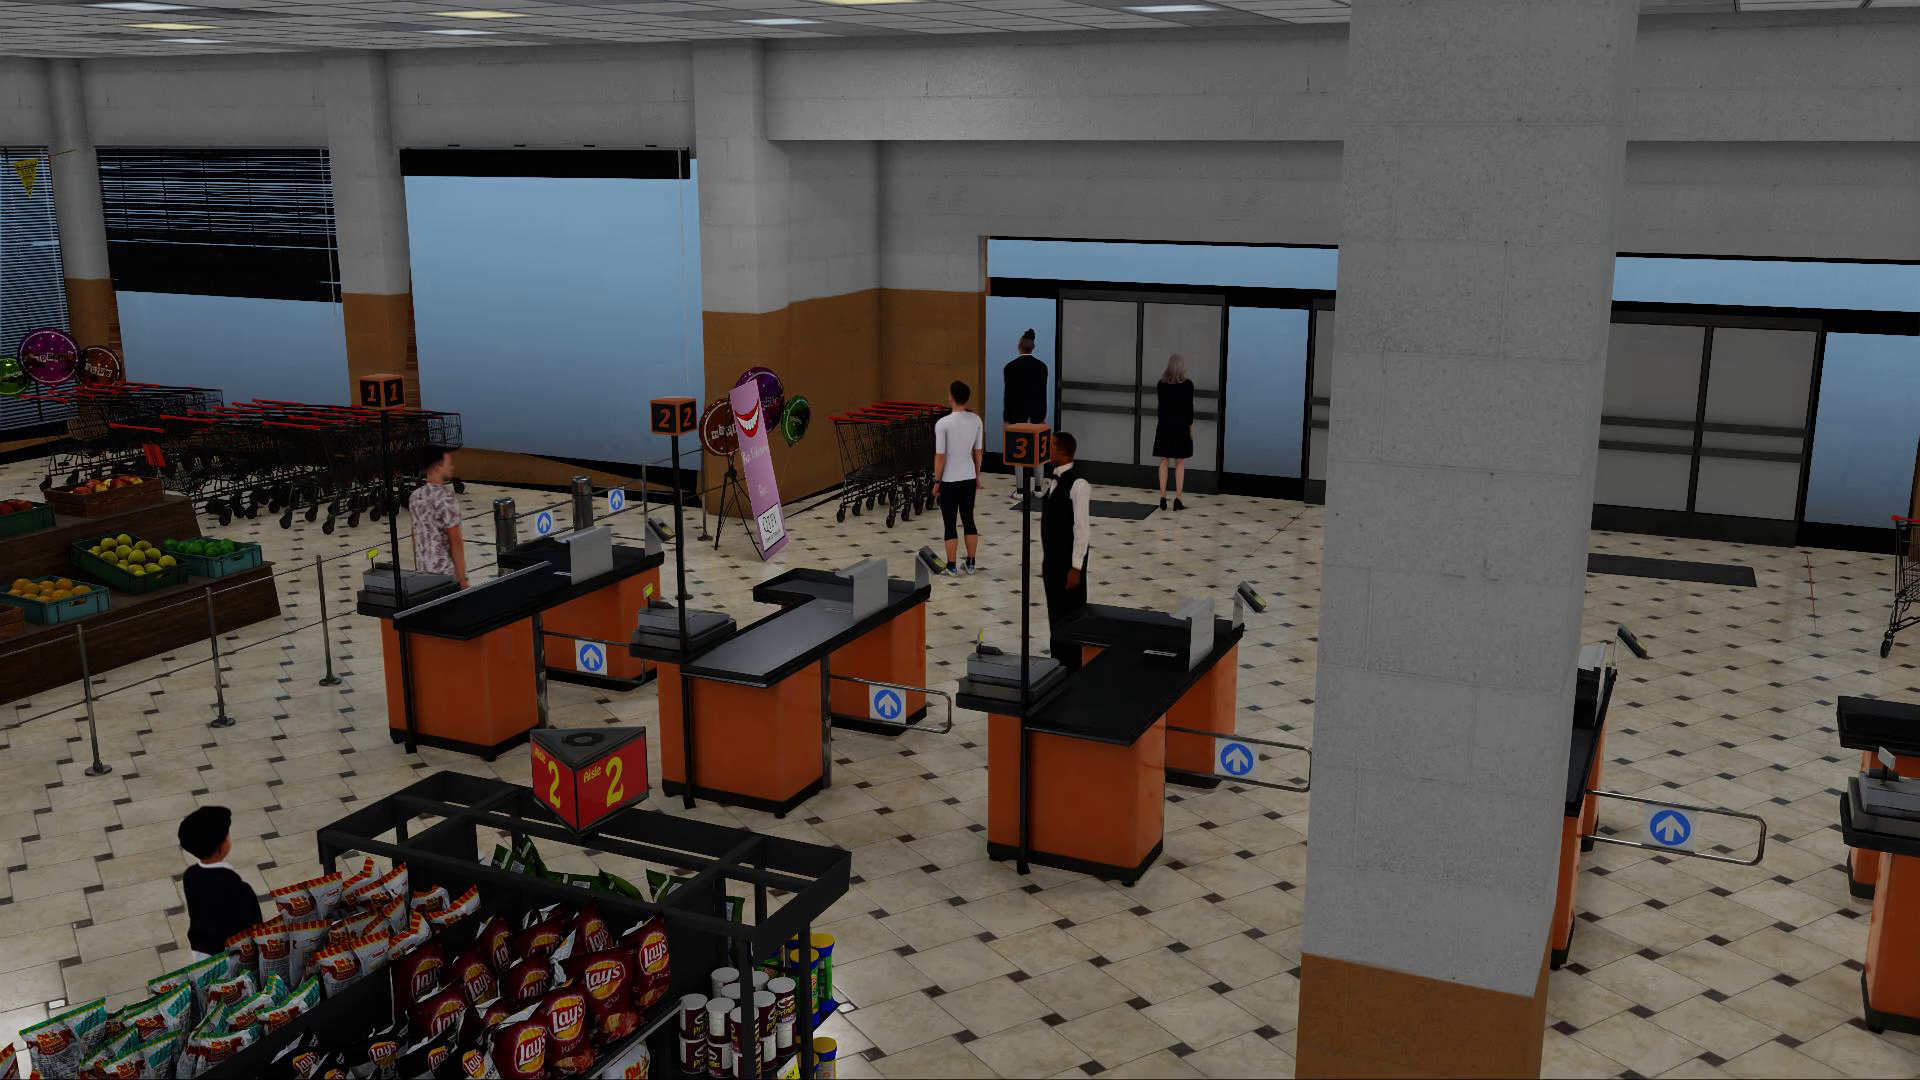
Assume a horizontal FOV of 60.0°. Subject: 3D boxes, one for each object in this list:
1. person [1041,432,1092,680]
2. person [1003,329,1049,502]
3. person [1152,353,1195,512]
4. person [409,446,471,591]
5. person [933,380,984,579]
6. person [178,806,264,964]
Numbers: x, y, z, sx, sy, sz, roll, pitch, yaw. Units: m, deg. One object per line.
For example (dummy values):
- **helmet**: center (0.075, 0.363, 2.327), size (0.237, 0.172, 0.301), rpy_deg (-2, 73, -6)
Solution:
- **person**: center (0.791, 0.129, 12.499), size (0.822, 1.917, 0.775), rpy_deg (-6, 15, -22)
- **person**: center (0.754, -1.430, 18.862), size (0.786, 1.948, 0.849), rpy_deg (-5, 15, -20)
- **person**: center (2.359, -1.195, 18.325), size (0.630, 1.745, 0.606), rpy_deg (4, 14, 16)
- **person**: center (-3.880, 0.203, 12.412), size (0.704, 1.815, 0.634), rpy_deg (10, 17, 34)
- **person**: center (-0.014, -0.579, 15.556), size (0.706, 1.853, 0.816), rpy_deg (-8, 16, -31)
- **person**: center (-3.233, 1.752, 7.276), size (0.494, 1.225, 0.478), rpy_deg (6, 15, 24)
